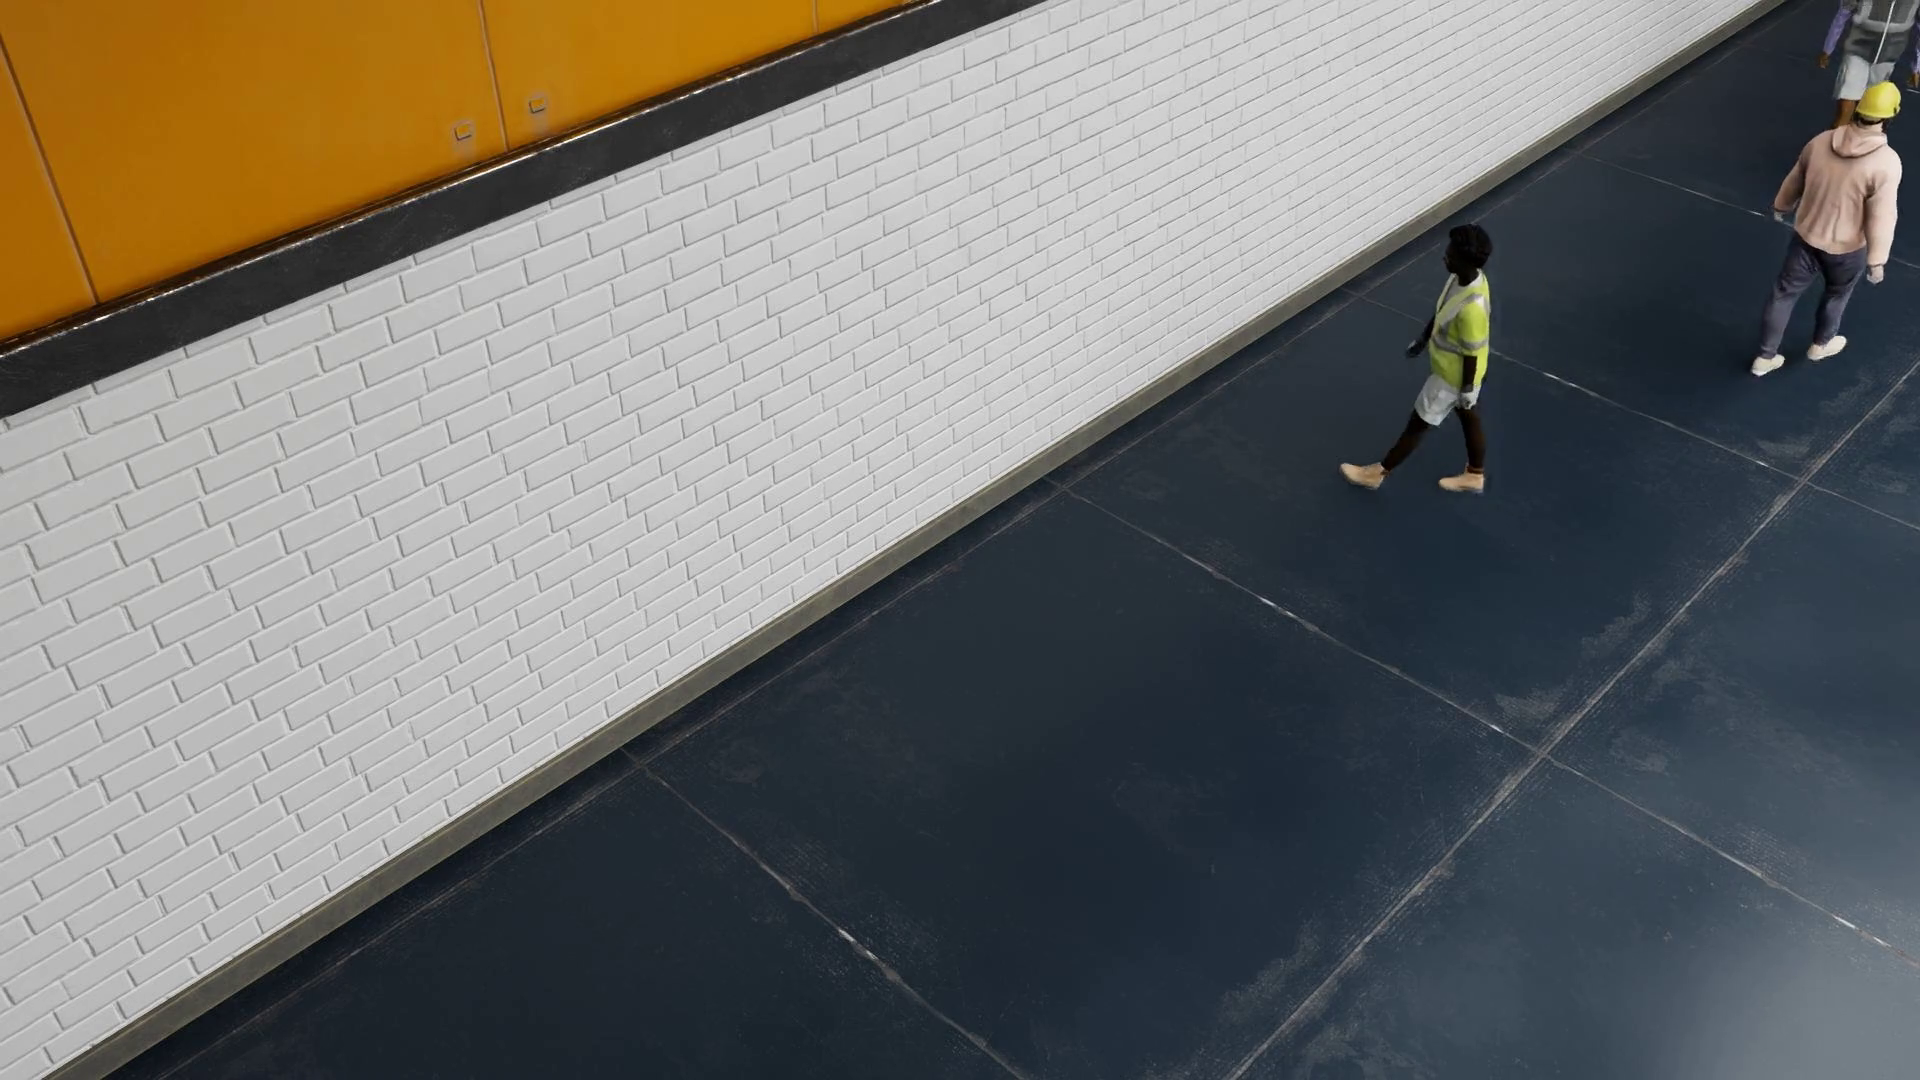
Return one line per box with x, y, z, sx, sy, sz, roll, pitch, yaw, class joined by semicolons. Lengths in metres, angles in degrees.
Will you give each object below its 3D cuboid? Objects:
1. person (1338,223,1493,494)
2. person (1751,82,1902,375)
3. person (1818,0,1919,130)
2.586;-0.951;8.994;0.848;1.647;0.528;9;40;11;person
5.278;-1.870;9.995;0.856;1.833;0.834;-24;44;-27;person
6.530;-3.436;11.833;0.630;1.989;1.023;9;39;11;person
